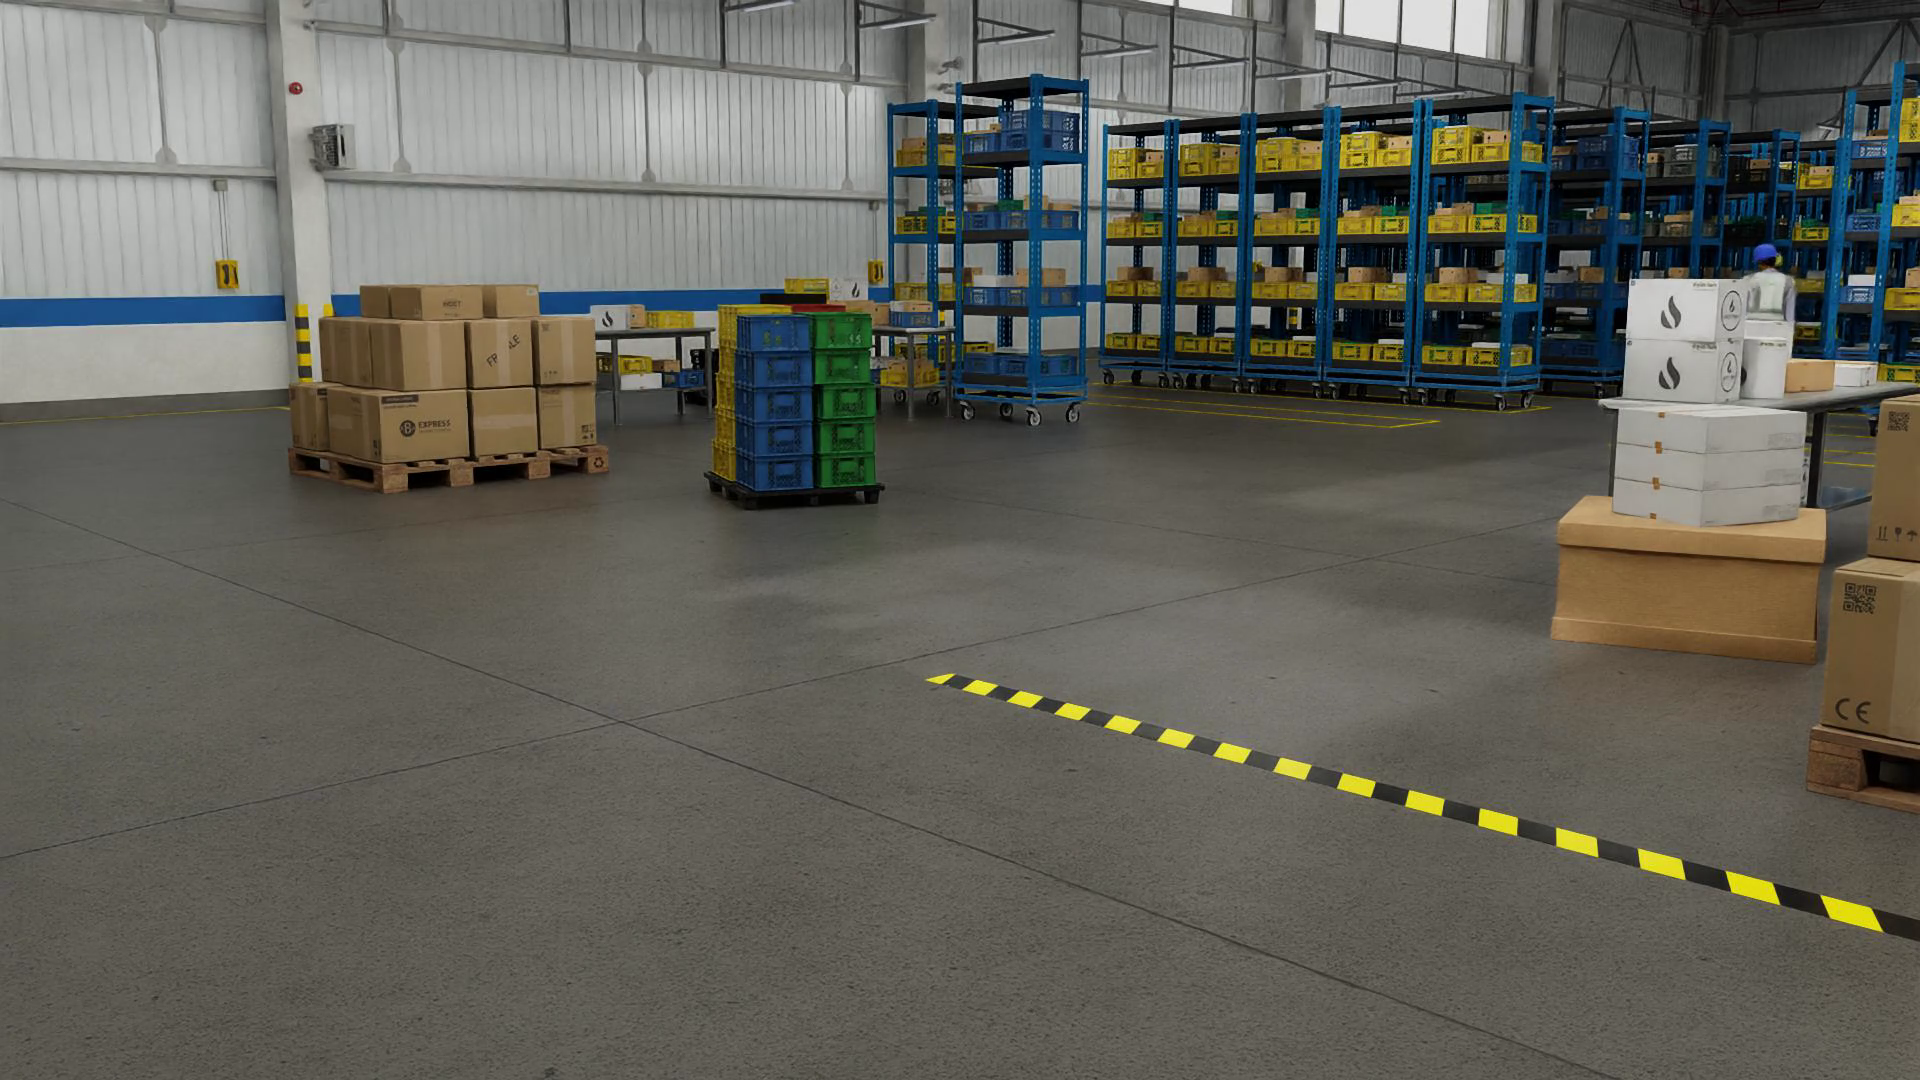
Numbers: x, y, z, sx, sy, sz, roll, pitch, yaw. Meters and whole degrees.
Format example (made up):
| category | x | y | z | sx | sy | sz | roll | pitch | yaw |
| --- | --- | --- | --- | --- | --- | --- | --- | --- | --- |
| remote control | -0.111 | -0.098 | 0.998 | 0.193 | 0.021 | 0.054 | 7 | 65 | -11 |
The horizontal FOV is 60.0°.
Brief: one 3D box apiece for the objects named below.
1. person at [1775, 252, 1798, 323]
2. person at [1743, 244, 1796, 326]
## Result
| category | x | y | z | sx | sy | sz | roll | pitch | yaw |
| --- | --- | --- | --- | --- | --- | --- | --- | --- | --- |
| person | 9.926 | -2.603 | 20.407 | 0.588 | 1.834 | 0.403 | 2 | 10 | 9 |
| person | 8.863 | -2.317 | 18.491 | 0.614 | 1.894 | 0.797 | 0 | 9 | 0 |
